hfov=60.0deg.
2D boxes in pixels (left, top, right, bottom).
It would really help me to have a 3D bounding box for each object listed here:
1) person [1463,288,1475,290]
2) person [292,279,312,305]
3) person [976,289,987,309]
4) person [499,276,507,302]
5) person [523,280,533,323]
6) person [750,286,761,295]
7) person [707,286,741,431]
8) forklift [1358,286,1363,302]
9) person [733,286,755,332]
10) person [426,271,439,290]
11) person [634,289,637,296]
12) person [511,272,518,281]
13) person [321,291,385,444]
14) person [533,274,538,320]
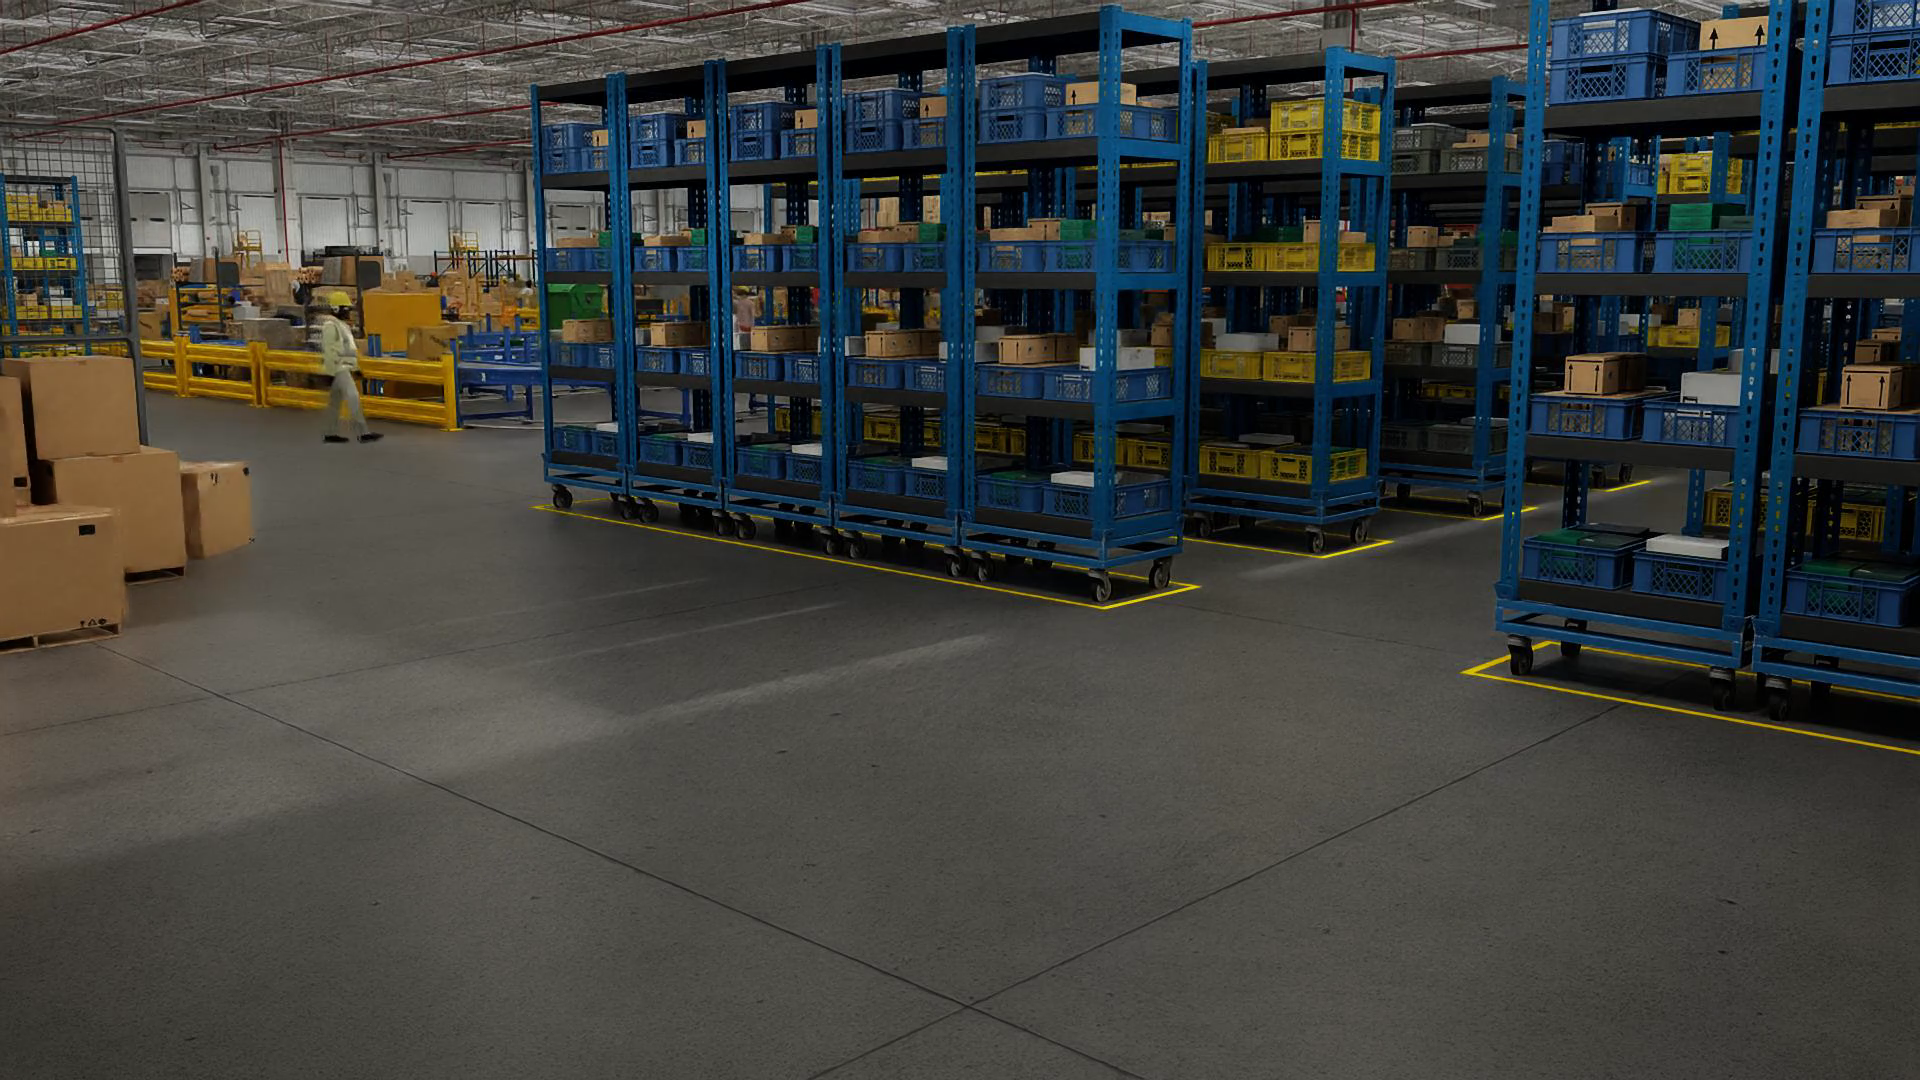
[{"bbox_3d":[16.460,-7.625,53.776,0.645,1.880,0.661,6,11,32],"label":"person"},{"bbox_3d":[-24.574,-9.070,62.122,0.682,2.000,0.538,-4,10,-25],"label":"person"},{"bbox_3d":[0.779,-8.225,58.132,0.868,1.651,0.537,3,10,15],"label":"person"},{"bbox_3d":[-18.348,-9.712,66.896,0.308,1.769,0.525,-7,12,-37],"label":"person"},{"bbox_3d":[-15.345,-8.410,59.163,0.361,1.678,0.536,-8,12,-41],"label":"person"},{"bbox_3d":[-9.397,-11.392,76.582,0.614,1.964,0.361,-6,11,-34],"label":"person"},{"bbox_3d":[-2.619,-1.897,18.583,0.399,1.900,0.642,-6,11,-34],"label":"person"},{"bbox_3d":[11.100,-7.017,46.970,1.873,2.768,1.129,9,13,43],"label":"forklift"},{"bbox_3d":[-4.587,-4.575,35.519,0.547,1.712,0.895,3,10,16],"label":"person"},{"bbox_3d":[-18.747,-8.587,59.296,0.609,1.996,0.383,5,11,30],"label":"person"},{"bbox_3d":[-16.552,-12.558,83.884,0.591,1.920,0.392,3,10,18],"label":"person"},{"bbox_3d":[-22.924,-12.845,85.650,0.611,1.909,0.757,-2,9,-13],"label":"person"},{"bbox_3d":[-7.213,-2.033,19.728,0.837,1.799,0.596,-2,9,-10],"label":"person"},{"bbox_3d":[-16.923,-9.799,67.023,0.882,1.898,0.560,-2,9,-11],"label":"person"}]
